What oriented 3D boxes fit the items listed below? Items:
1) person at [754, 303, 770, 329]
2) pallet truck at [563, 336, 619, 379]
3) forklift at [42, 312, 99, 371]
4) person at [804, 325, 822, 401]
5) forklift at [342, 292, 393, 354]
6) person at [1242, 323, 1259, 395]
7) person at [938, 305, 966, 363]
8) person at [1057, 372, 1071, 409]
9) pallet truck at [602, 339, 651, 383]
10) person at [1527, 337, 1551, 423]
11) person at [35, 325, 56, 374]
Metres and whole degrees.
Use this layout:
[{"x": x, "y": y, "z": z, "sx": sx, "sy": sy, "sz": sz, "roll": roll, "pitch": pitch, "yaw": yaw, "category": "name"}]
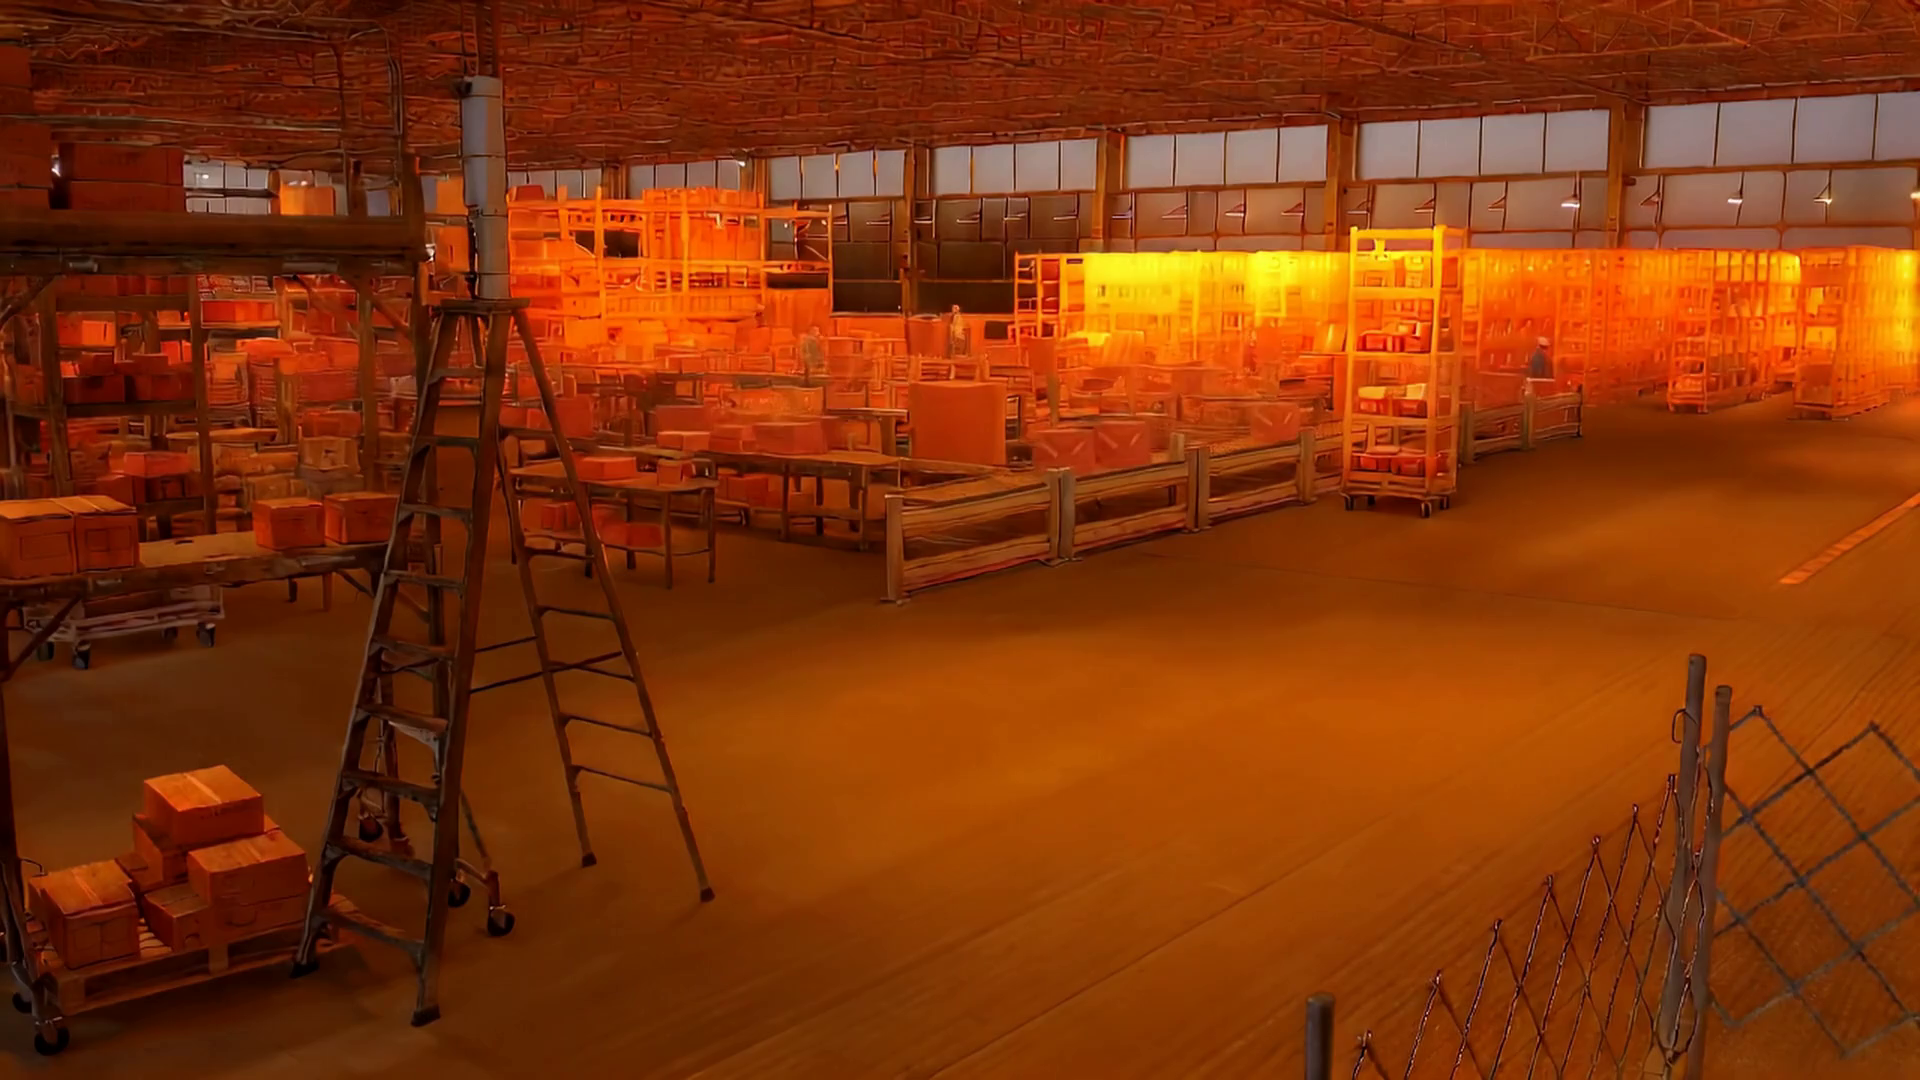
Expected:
[{"x": -7.551, "y": -8.098, "z": 63.593, "sx": 0.646, "sy": 1.901, "sz": 0.974, "roll": 7, "pitch": 11, "yaw": 36, "category": "person"}, {"x": -10.690, "y": -5.294, "z": 48.215, "sx": 1.601, "sy": 1.201, "sz": 0.680, "roll": -5, "pitch": 10, "yaw": -26, "category": "pallet truck"}, {"x": -23.779, "y": -5.451, "z": 44.052, "sx": 1.873, "sy": 2.768, "sz": 1.129, "roll": 7, "pitch": 11, "yaw": 36, "category": "forklift"}, {"x": -3.501, "y": -4.190, "z": 39.501, "sx": 0.480, "sy": 1.815, "sz": 0.616, "roll": 4, "pitch": 10, "yaw": 22, "category": "person"}, {"x": -16.485, "y": -5.622, "z": 45.120, "sx": 1.129, "sy": 2.768, "sz": 1.873, "roll": 7, "pitch": 11, "yaw": 37, "category": "forklift"}, {"x": 6.668, "y": -4.022, "z": 38.175, "sx": 0.399, "sy": 1.905, "sz": 0.642, "roll": 3, "pitch": 10, "yaw": 18, "category": "person"}, {"x": -0.217, "y": -6.851, "z": 55.542, "sx": 1.041, "sy": 1.986, "sz": 0.640, "roll": 4, "pitch": 10, "yaw": 23, "category": "person"}, {"x": 1.748, "y": -2.458, "z": 29.334, "sx": 0.632, "sy": 1.617, "sz": 0.508, "roll": 5, "pitch": 10, "yaw": 28, "category": "person"}, {"x": -8.991, "y": -4.871, "z": 45.351, "sx": 0.653, "sy": 1.274, "sz": 1.630, "roll": 7, "pitch": 11, "yaw": 37, "category": "pallet truck"}, {"x": 11.840, "y": -3.243, "z": 33.784, "sx": 0.552, "sy": 1.736, "sz": 0.738, "roll": -7, "pitch": 11, "yaw": -37, "category": "person"}, {"x": -20.690, "y": -3.983, "z": 37.984, "sx": 0.685, "sy": 1.879, "sz": 0.773, "roll": 7, "pitch": 12, "yaw": 38, "category": "person"}]
